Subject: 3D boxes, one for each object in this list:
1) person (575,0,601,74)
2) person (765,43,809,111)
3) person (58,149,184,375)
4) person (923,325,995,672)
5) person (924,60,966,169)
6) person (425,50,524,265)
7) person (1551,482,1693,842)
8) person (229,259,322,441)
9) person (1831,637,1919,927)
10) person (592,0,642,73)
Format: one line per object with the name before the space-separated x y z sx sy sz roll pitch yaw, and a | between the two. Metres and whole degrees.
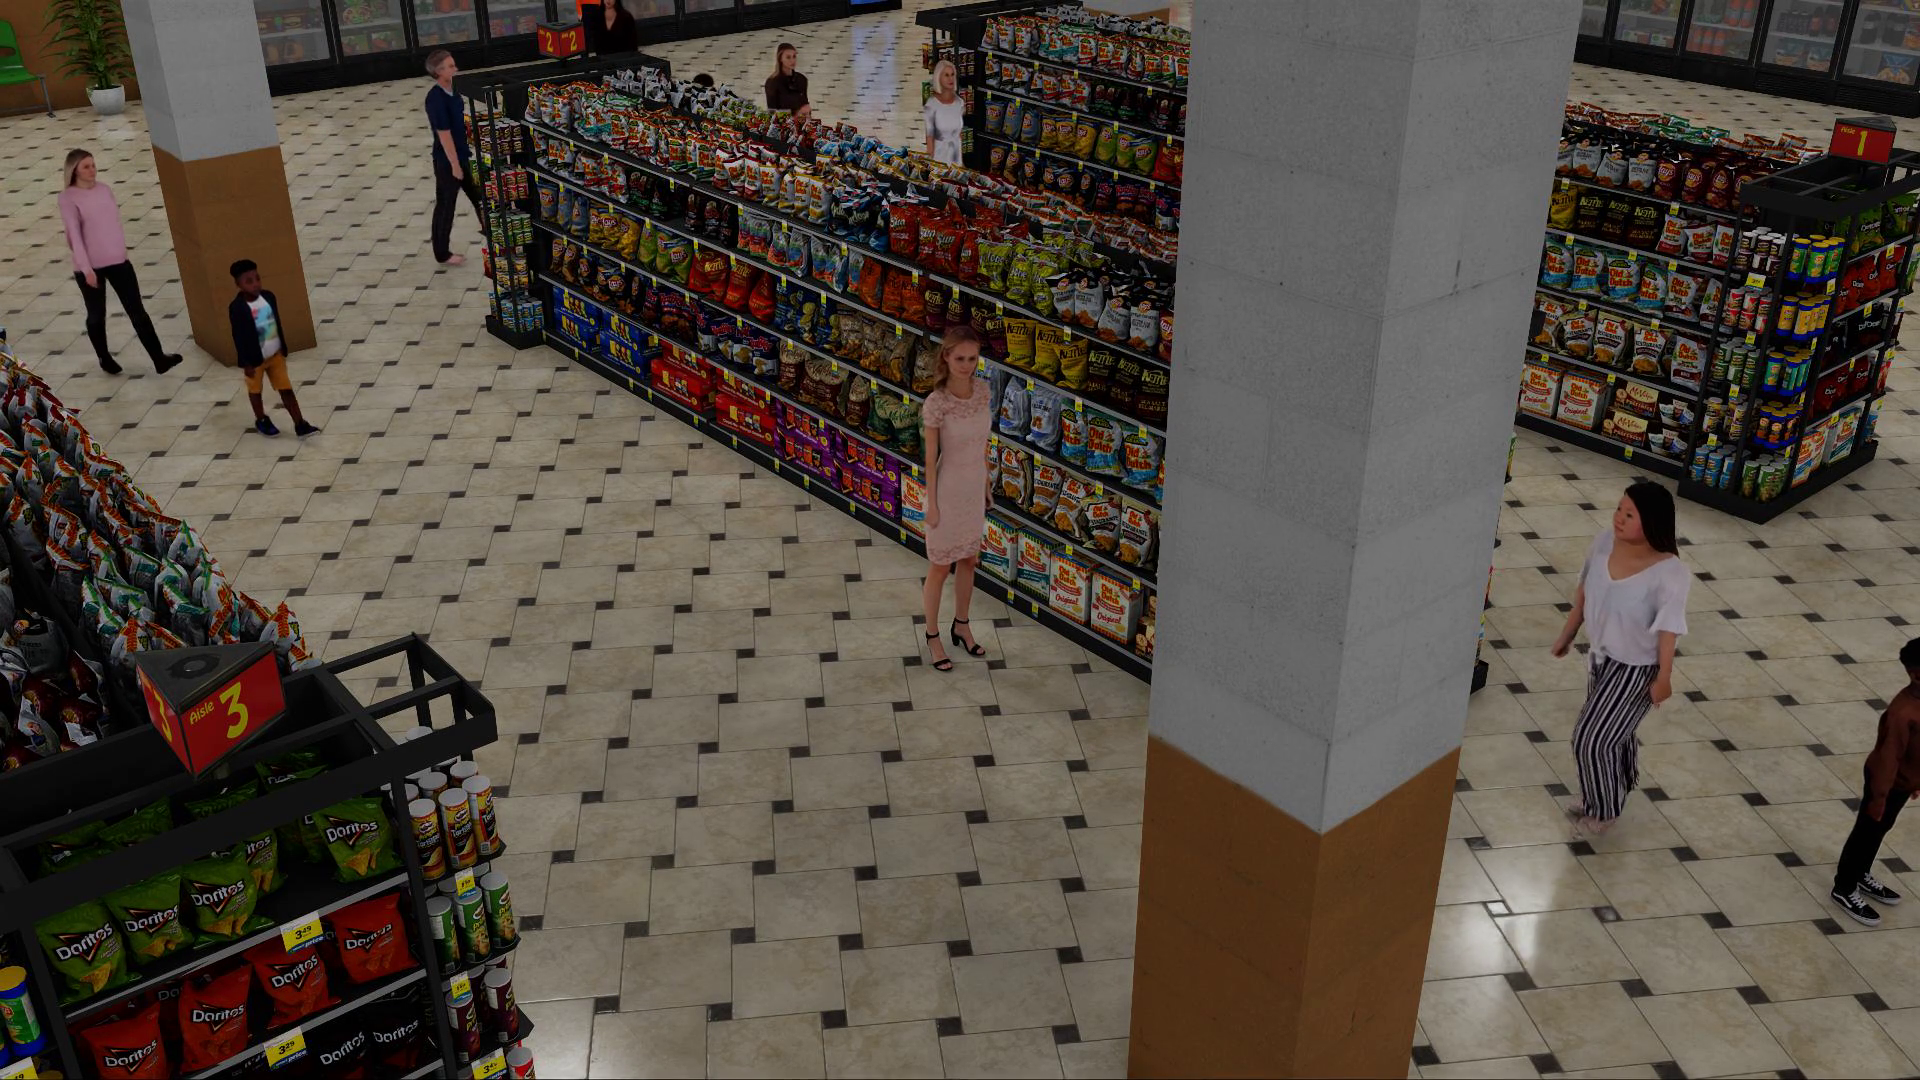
person | -4.758 -6.829 21.475 0.613 1.748 0.541 -20 33 -33
person | -1.595 -3.753 15.459 0.598 1.703 0.497 -20 33 -33
person | -6.261 -1.985 12.026 1.088 1.655 0.819 16 31 29
person | -0.022 -0.214 8.341 0.561 1.828 0.495 -20 33 -33
person | -0.145 -3.296 14.505 0.559 1.750 0.507 -20 33 -33
person | -4.451 -3.256 14.328 1.141 1.839 1.067 3 27 6
person | 2.906 0.508 7.111 0.899 1.653 0.835 -7 28 -13
person | -4.681 -1.262 11.051 0.858 1.247 0.651 18 32 32
person | 3.760 0.943 6.694 0.517 1.254 0.467 -20 33 -33
person | -3.721 -5.197 18.295 1.087 1.712 1.153 2 27 3
